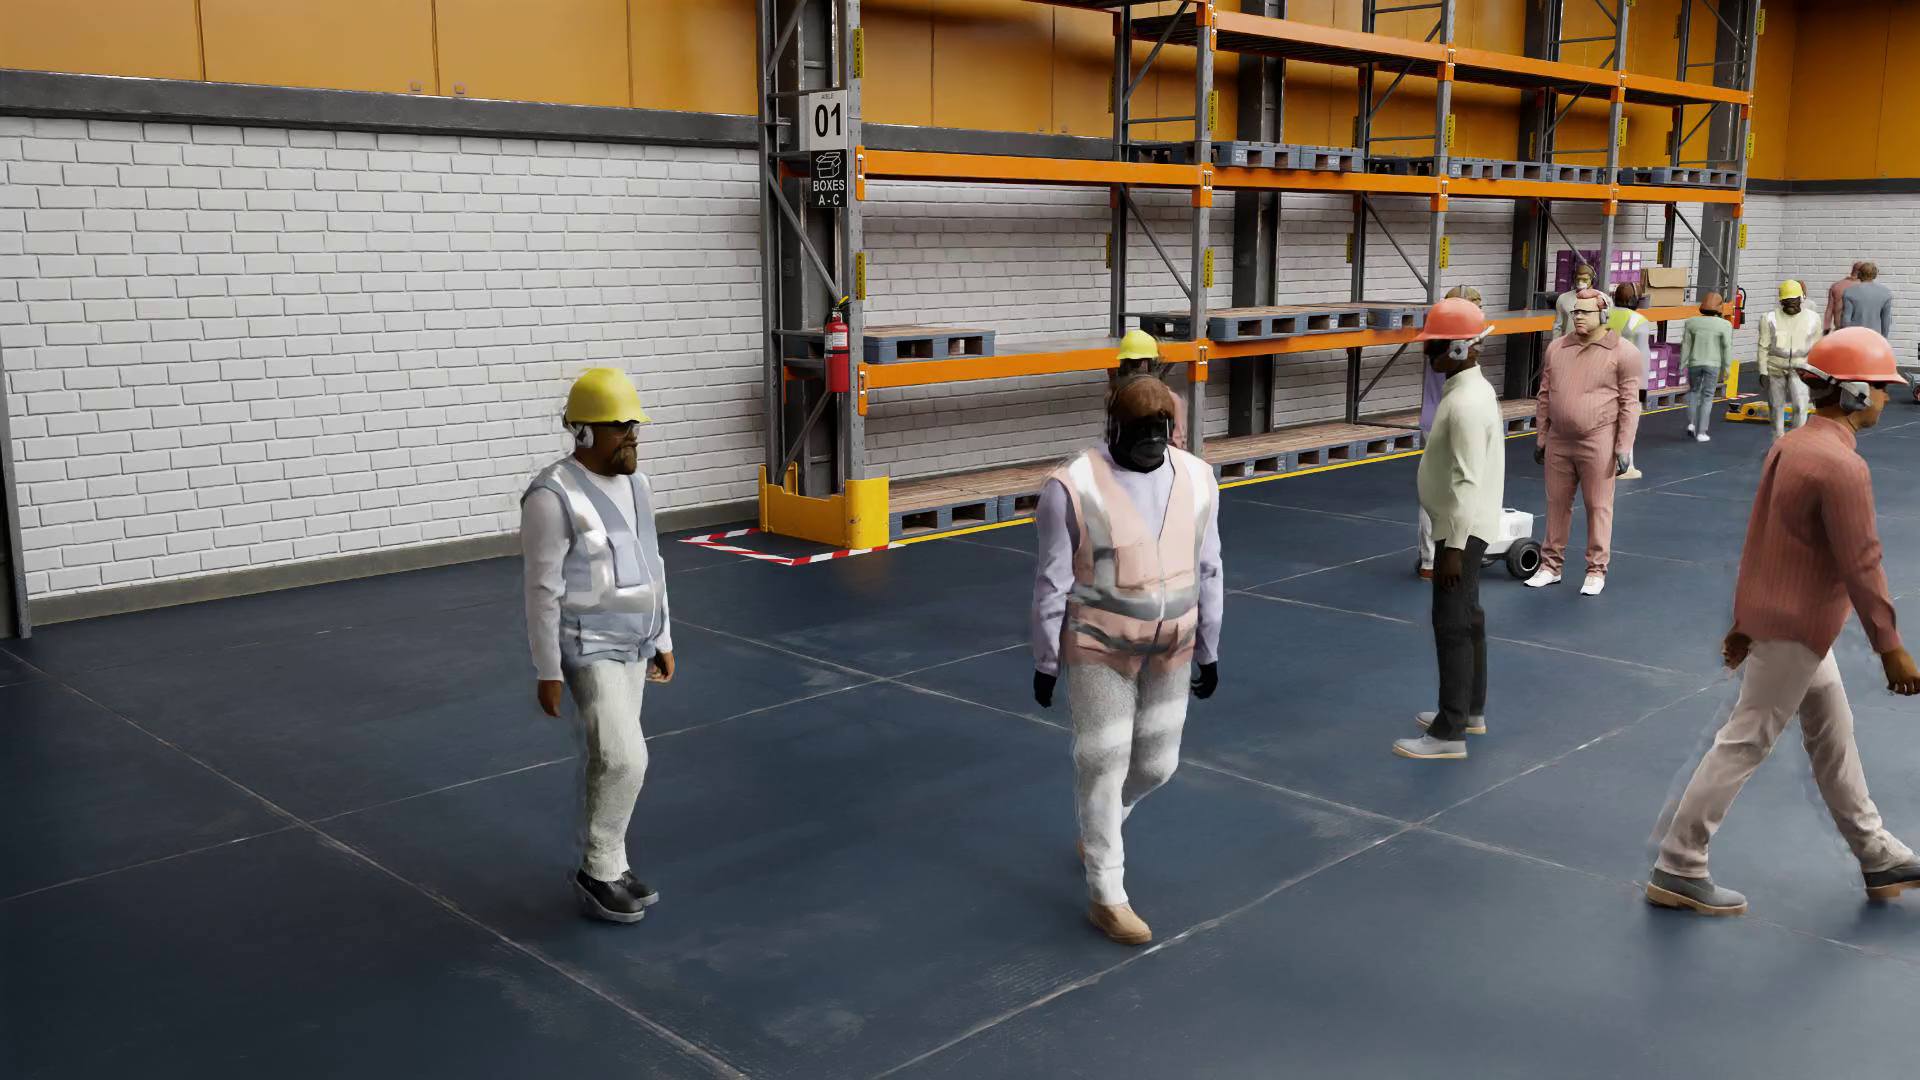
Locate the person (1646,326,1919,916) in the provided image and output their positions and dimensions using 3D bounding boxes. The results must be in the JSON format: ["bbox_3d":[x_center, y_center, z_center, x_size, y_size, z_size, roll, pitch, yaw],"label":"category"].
[{"bbox_3d":[2.809,0.291,5.409,1.060,1.936,0.606,3,11,15],"label":"person"}]

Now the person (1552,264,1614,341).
[{"bbox_3d":[6.658,-1.989,17.875,0.631,1.939,0.372,8,13,38],"label":"person"}]

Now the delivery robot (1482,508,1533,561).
[{"bbox_3d":[3.392,-0.070,10.923,0.707,0.478,0.477,-4,11,-21],"label":"delivery robot"}]

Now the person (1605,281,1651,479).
[{"bbox_3d":[6.042,-1.459,15.284,0.559,1.825,0.646,-6,12,-31],"label":"person"}]

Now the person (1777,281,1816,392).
[{"bbox_3d":[11.772,-2.848,23.511,0.526,1.601,0.661,7,13,34],"label":"person"}]

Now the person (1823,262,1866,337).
[{"bbox_3d":[12.952,-3.091,24.143,0.713,1.857,0.682,-8,13,-38],"label":"person"}]

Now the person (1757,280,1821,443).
[{"bbox_3d":[8.312,-1.701,16.686,0.601,1.794,0.629,4,11,21],"label":"person"}]

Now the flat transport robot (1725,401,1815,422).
[{"bbox_3d":[9.965,-1.504,19.772,0.652,0.197,1.431,-10,14,-44],"label":"flat transport robot"}]

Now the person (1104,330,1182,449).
[{"bbox_3d":[1.028,-0.324,9.391,0.535,1.720,0.893,8,13,36],"label":"person"}]

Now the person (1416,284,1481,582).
[{"bbox_3d":[3.162,-0.682,10.785,0.369,1.932,0.623,3,11,16],"label":"person"}]

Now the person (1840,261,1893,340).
[{"bbox_3d":[11.790,-2.662,21.651,0.634,1.912,0.905,1,10,7],"label":"person"}]

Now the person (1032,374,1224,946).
[{"bbox_3d":[0.512,0.345,5.472,0.641,1.820,0.691,-4,11,-21],"label":"person"}]

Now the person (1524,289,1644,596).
[{"bbox_3d":[3.897,-0.610,10.436,0.401,1.910,0.640,-10,14,-42],"label":"person"}]

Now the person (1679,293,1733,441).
[{"bbox_3d":[8.159,-1.888,18.186,0.533,1.617,0.402,9,14,40],"label":"person"}]

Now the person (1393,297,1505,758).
[{"bbox_3d":[2.151,-0.060,7.236,0.392,1.992,0.615,3,11,16],"label":"person"}]

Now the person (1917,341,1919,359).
[{"bbox_3d":[12.348,-2.409,21.010,0.532,1.612,0.518,-2,11,-10],"label":"person"}]

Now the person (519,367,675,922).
[{"bbox_3d":[-1.117,0.348,5.438,0.497,1.818,0.619,4,11,20],"label":"person"}]
